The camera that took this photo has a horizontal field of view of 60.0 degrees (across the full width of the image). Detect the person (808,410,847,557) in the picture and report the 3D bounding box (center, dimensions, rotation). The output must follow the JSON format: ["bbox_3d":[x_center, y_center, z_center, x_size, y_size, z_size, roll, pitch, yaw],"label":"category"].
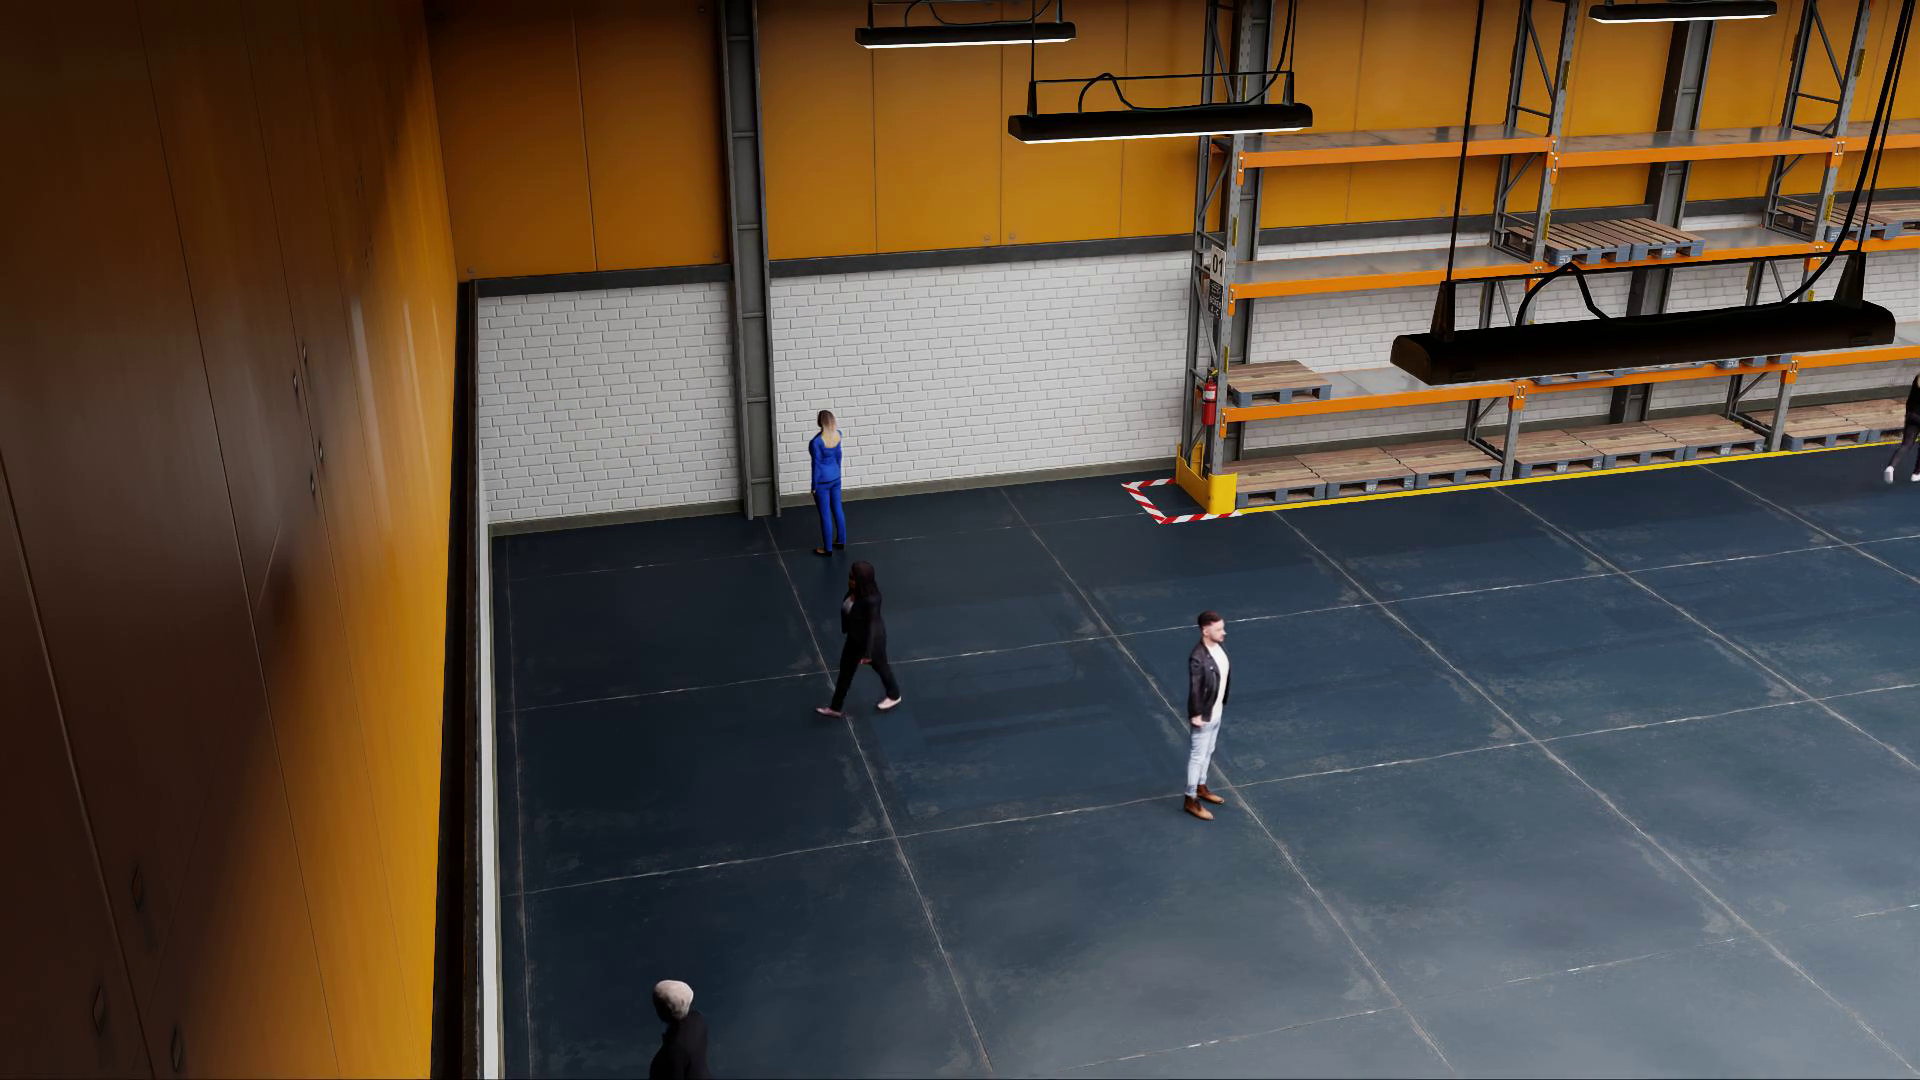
[{"bbox_3d":[-1.490,-0.655,18.732,0.766,1.700,0.681,17,29,33],"label":"person"}]

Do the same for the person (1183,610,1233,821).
[{"bbox_3d":[2.035,1.417,13.823,0.785,1.836,0.726,13,27,27],"label":"person"}]

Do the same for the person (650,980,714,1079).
[{"bbox_3d":[-1.549,3.278,9.469,0.763,1.785,0.838,6,24,14],"label":"person"}]

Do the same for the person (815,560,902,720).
[{"bbox_3d":[-0.796,0.916,15.305,1.192,1.567,0.901,-15,28,-30],"label":"person"}]

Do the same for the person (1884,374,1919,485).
[{"bbox_3d":[11.851,-1.449,20.600,1.129,1.659,0.817,-13,27,-28],"label":"person"}]
